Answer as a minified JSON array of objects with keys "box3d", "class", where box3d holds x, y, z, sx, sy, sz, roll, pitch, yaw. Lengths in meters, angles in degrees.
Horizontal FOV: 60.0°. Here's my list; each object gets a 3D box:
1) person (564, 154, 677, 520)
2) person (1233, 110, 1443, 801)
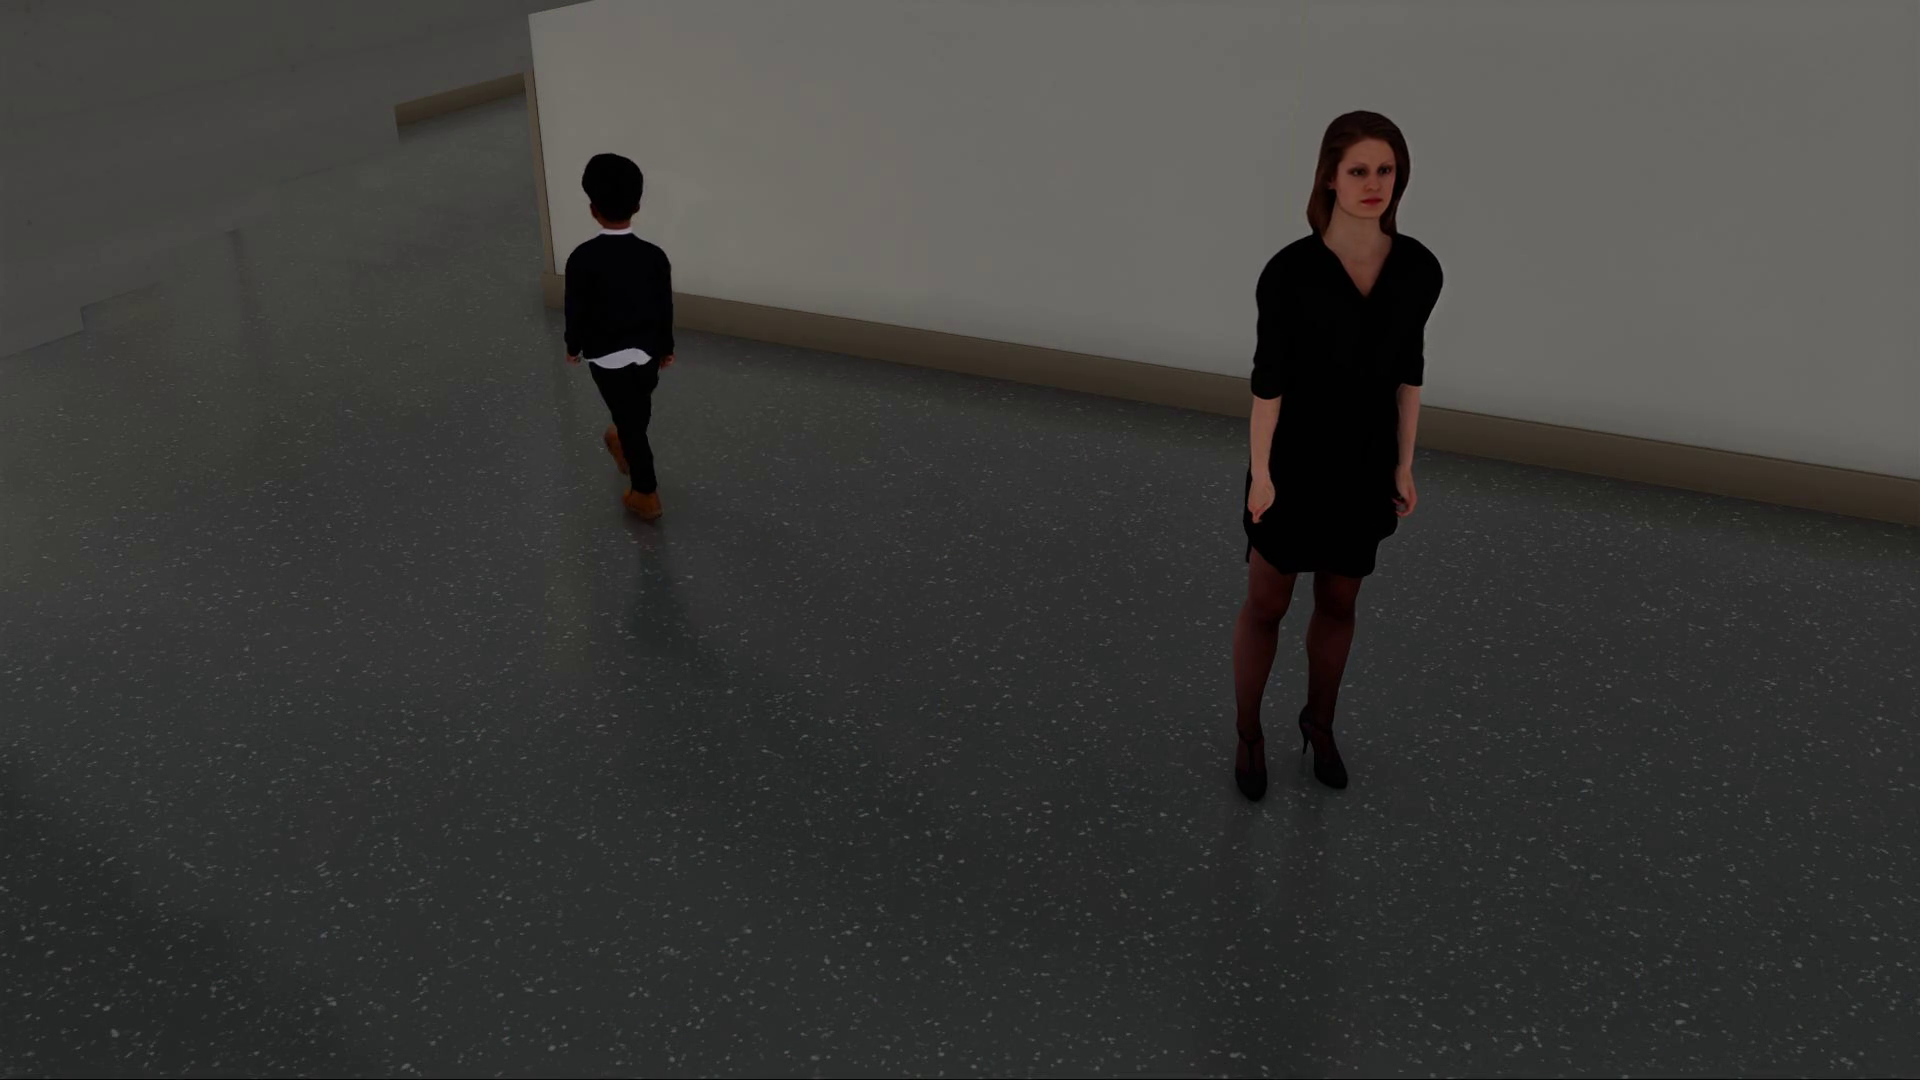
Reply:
[{"box3d":[-1.098,-0.645,5.539,0.762,1.200,0.886,-15,30,-29],"class":"person"},{"box3d":[0.864,-0.163,3.956,0.622,1.706,0.720,-4,26,-9],"class":"person"}]
